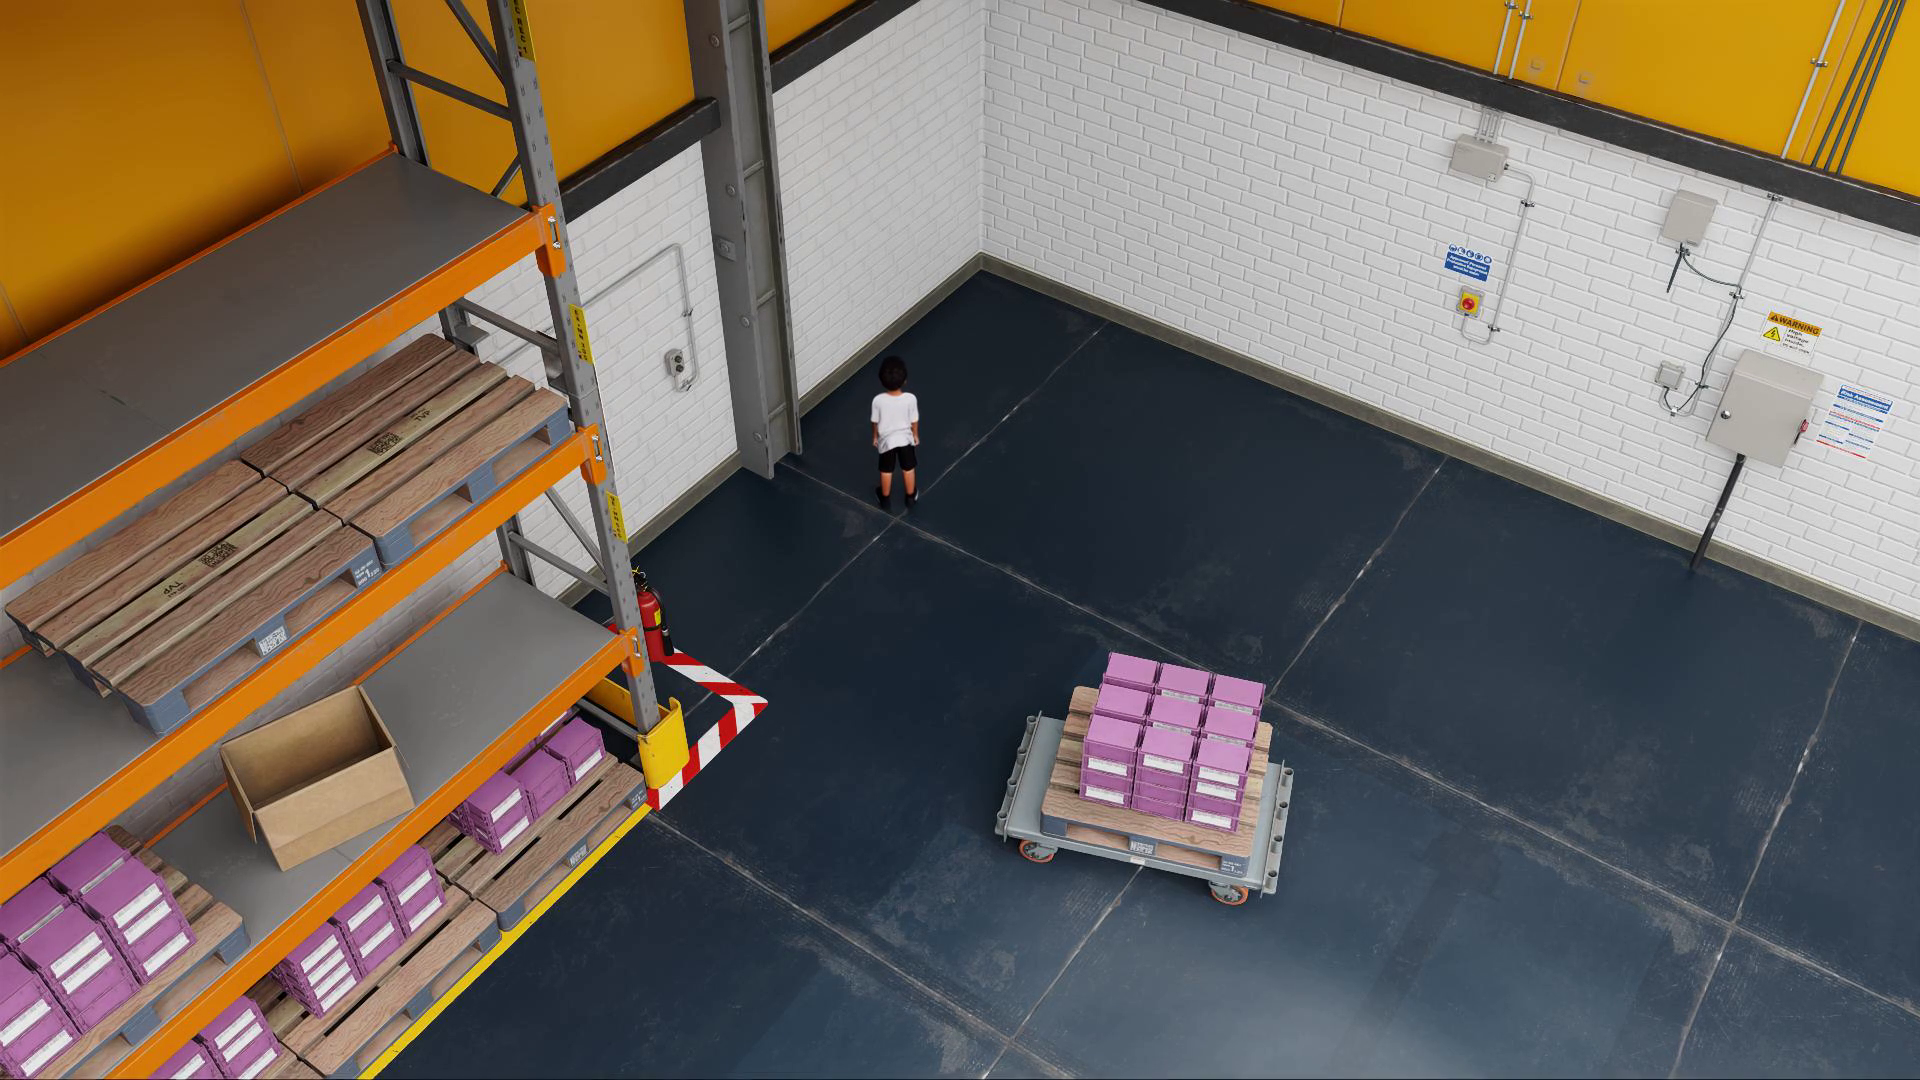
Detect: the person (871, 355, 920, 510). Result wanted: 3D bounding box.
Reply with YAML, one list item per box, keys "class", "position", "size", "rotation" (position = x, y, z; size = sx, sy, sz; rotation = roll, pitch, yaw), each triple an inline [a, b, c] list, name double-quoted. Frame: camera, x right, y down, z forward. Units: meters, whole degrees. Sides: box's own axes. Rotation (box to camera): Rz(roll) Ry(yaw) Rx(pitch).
- class: "person"
  position: [-0.457, -0.745, 11.787]
  size: [0.566, 1.253, 0.618]
  rotation: [-4, 44, -4]
